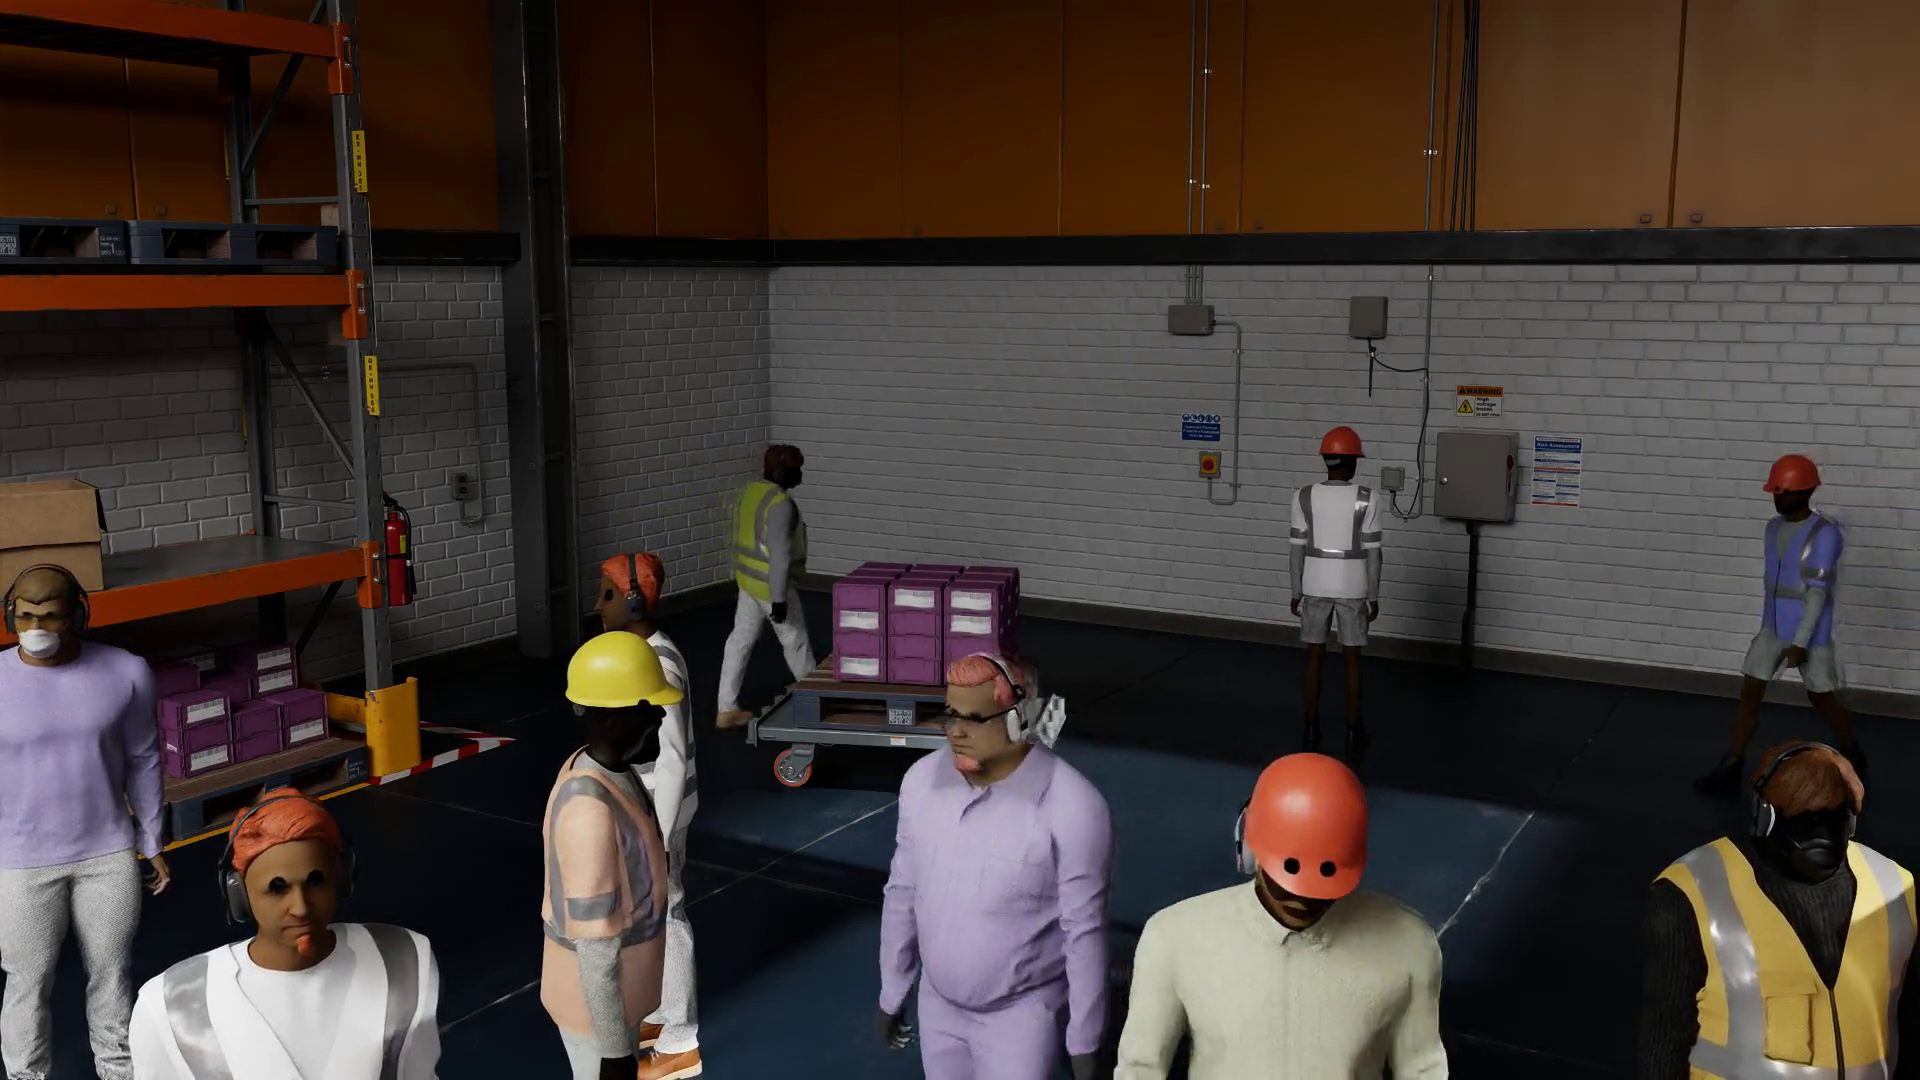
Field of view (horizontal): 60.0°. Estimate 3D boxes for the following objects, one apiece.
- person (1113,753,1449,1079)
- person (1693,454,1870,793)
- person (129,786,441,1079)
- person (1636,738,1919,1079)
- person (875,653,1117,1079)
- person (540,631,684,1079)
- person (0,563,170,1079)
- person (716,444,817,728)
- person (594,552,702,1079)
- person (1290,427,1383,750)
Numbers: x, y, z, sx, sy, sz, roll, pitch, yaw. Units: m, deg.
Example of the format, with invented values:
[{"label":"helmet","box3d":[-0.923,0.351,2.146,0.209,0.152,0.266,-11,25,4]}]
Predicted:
[{"label":"person","box3d":[0.632,1.349,3.305,0.740,1.931,0.895,1,9,4]},{"label":"person","box3d":[4.589,0.462,9.064,1.011,1.888,0.530,-3,10,-18]},{"label":"person","box3d":[-1.255,1.396,3.202,0.572,1.883,0.358,-7,11,-37]},{"label":"person","box3d":[1.834,1.337,3.730,0.628,1.837,0.429,0,9,-3]},{"label":"person","box3d":[0.061,1.215,4.316,0.665,1.888,0.434,7,12,39]},{"label":"person","box3d":[-0.901,1.185,4.377,0.381,1.928,0.587,-1,9,-8]},{"label":"person","box3d":[-2.872,1.025,5.348,0.630,1.936,0.366,-7,12,-39]},{"label":"person","box3d":[-1.127,0.280,10.442,0.957,1.777,0.759,-5,10,-28]},{"label":"person","box3d":[-1.096,0.970,5.852,0.337,1.882,0.585,-3,10,-19]},{"label":"person","box3d":[2.247,0.289,9.953,0.545,1.933,0.376,4,10,23]}]
